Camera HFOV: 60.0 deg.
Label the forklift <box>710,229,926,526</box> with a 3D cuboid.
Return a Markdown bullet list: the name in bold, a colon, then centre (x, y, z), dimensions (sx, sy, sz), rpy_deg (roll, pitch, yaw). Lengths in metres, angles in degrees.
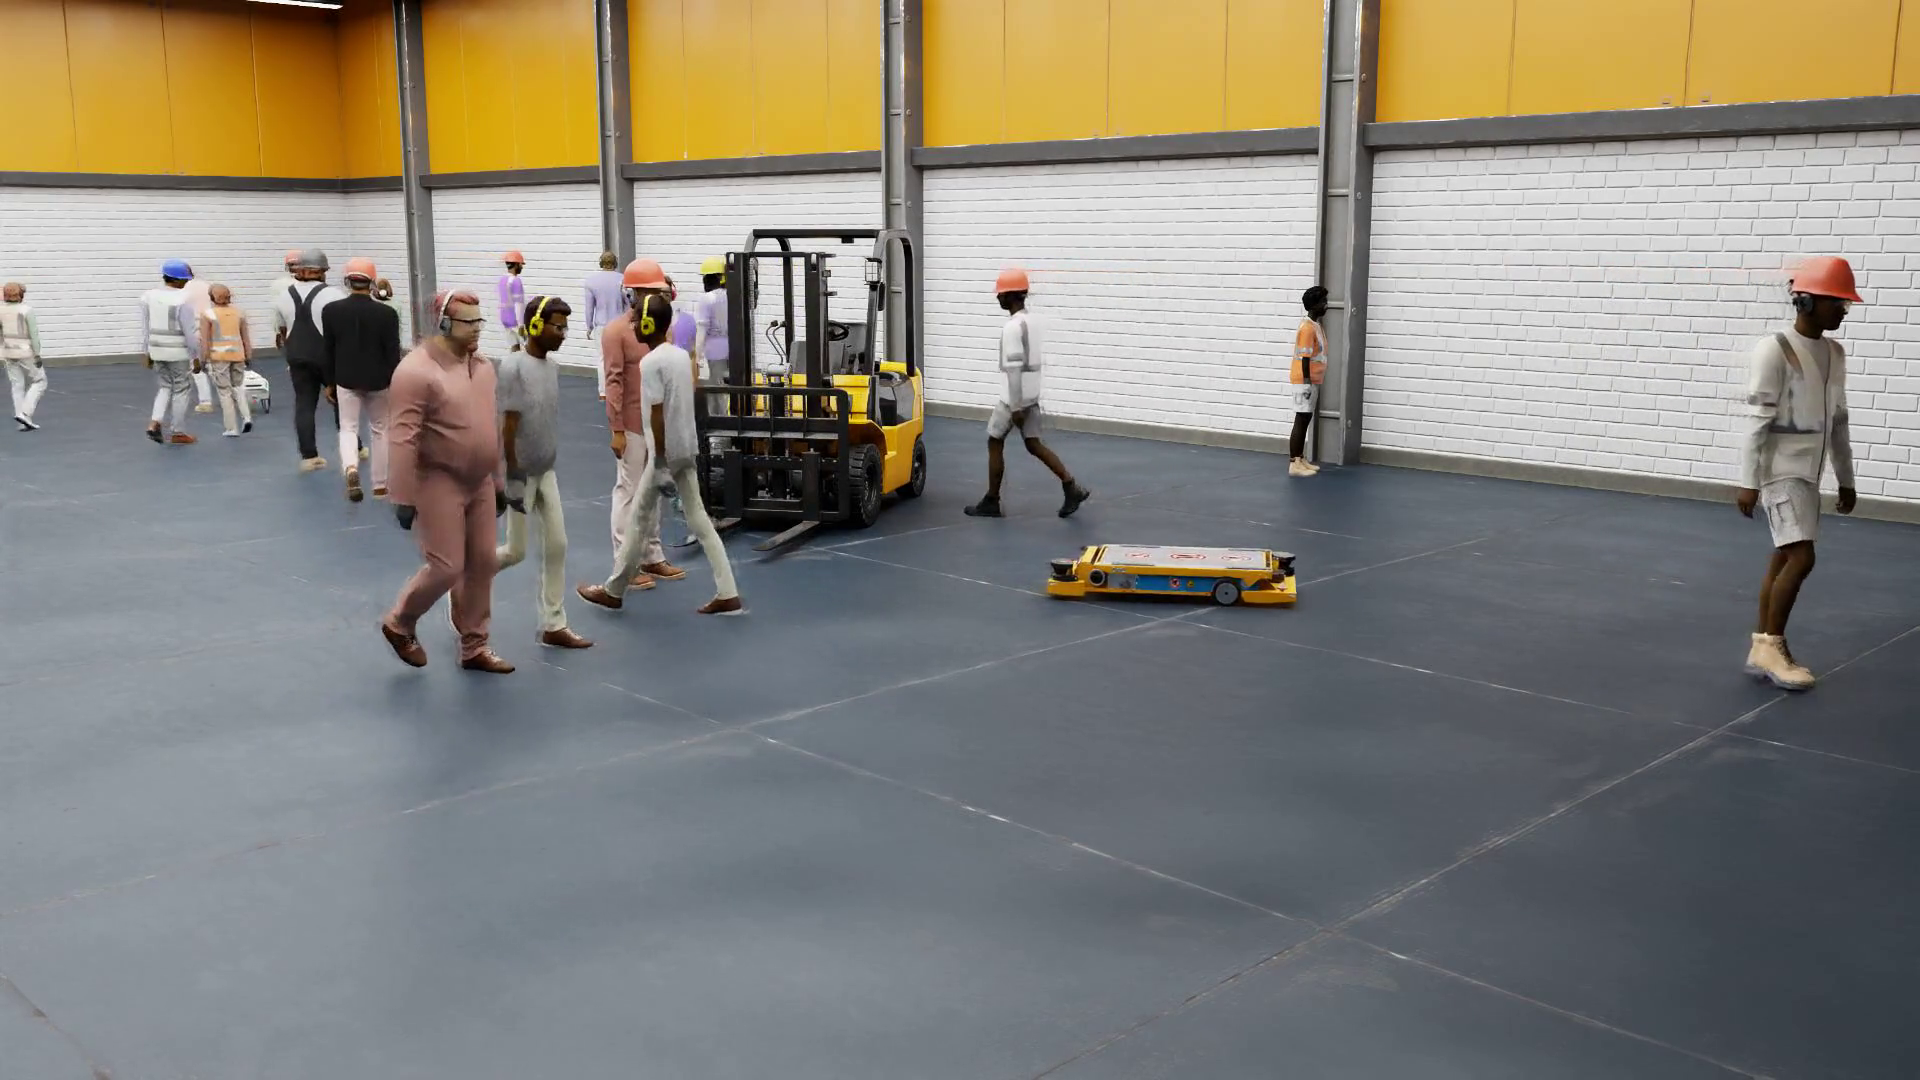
- **forklift**: centre (-1.050, -1.319, 12.920), dimensions (1.214, 2.155, 2.313), rpy_deg (2, 11, 13)

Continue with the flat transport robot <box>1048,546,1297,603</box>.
- **flat transport robot**: centre (1.276, 0.191, 9.928), dimensions (1.431, 0.197, 0.652), rpy_deg (2, 11, 10)

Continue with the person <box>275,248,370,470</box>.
- **person**: centre (-5.866, -1.693, 15.374), dimensions (0.711, 2.000, 0.886), rpy_deg (1, 10, 8)

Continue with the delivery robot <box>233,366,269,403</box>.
- **delivery robot**: centre (-8.591, -1.863, 20.101), dimensions (0.477, 0.478, 0.707), rpy_deg (-6, 12, -31)

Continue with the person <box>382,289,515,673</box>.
- **person**: centre (-2.498, -0.268, 8.038), dimensions (0.552, 1.884, 0.690), rpy_deg (4, 11, 22)

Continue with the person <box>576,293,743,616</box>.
- **person**: centre (-1.670, -0.465, 9.333), dimensions (1.009, 1.811, 0.524), rpy_deg (4, 11, 20)

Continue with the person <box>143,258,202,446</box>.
- **person**: centre (-7.940, -1.872, 16.737), dimensions (0.646, 1.908, 0.516), rpy_deg (4, 11, 20)

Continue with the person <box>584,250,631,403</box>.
- **person**: centre (-4.457, -2.716, 21.236), dimensions (0.637, 1.937, 0.355), rpy_deg (-2, 11, -11)

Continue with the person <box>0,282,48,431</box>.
- **person**: centre (-10.232, -1.998, 18.150), dimensions (0.545, 1.622, 0.364), rpy_deg (3, 11, 15)

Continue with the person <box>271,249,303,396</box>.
- **person**: centre (-8.045, -2.556, 20.298), dimensions (0.627, 1.968, 0.851), rpy_deg (-3, 11, -16)

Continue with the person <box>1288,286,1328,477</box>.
- **person**: centre (3.098, -1.409, 14.793), dimensions (0.321, 1.690, 0.530), rpy_deg (4, 11, 18)

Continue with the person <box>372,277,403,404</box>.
- **person**: centre (-7.396, -2.563, 21.313), dimensions (0.510, 1.604, 0.781), rpy_deg (-4, 11, -22)

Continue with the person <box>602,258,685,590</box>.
- **person**: centre (-1.912, -0.708, 10.129), dimensions (0.395, 1.994, 0.613), rpy_deg (5, 12, 27)

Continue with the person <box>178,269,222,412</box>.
- **person**: centre (-9.182, -2.433, 20.043), dimensions (0.452, 1.812, 0.703), rpy_deg (6, 12, 30)

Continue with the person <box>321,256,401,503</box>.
- **person**: centre (-4.740, -1.256, 13.175), dimensions (0.608, 1.973, 0.812), rpy_deg (-2, 11, -13)

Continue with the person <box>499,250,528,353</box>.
- **person**: centre (-6.051, -2.979, 22.677), dimensions (0.380, 1.929, 0.566), rpy_deg (-8, 13, -37)

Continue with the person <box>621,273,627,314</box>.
- **person**: centre (-4.271, -2.765, 22.227), dimensions (0.432, 1.660, 0.568), rpy_deg (4, 11, 19)

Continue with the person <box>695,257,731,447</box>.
- **person**: centre (-2.531, -1.864, 16.668), dimensions (0.777, 1.901, 0.613), rpy_deg (5, 11, 23)

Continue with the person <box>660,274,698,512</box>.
- **person**: centre (-2.295, -1.122, 12.801), dimensions (0.570, 1.840, 0.372), rpy_deg (-4, 11, -19)

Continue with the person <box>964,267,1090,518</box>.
- **person**: centre (0.507, -1.093, 12.482), dimensions (0.915, 1.908, 0.549), rpy_deg (5, 11, 24)

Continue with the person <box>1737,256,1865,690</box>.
- **person**: centre (4.008, -0.301, 7.798), dimensions (0.648, 2.029, 0.571), rpy_deg (-7, 12, -33)

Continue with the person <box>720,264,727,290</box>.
- **person**: centre (-2.539, -2.177, 18.662), dimensions (1.035, 1.820, 0.529), rpy_deg (7, 12, 32)

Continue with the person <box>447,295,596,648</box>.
- **person**: centre (-2.295, -0.346, 8.620), dimensions (0.767, 1.834, 0.576), rpy_deg (4, 11, 21)

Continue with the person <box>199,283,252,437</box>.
- **person**: centre (-7.779, -1.899, 17.623), dimensions (0.361, 1.623, 0.526), rpy_deg (8, 13, 36)
